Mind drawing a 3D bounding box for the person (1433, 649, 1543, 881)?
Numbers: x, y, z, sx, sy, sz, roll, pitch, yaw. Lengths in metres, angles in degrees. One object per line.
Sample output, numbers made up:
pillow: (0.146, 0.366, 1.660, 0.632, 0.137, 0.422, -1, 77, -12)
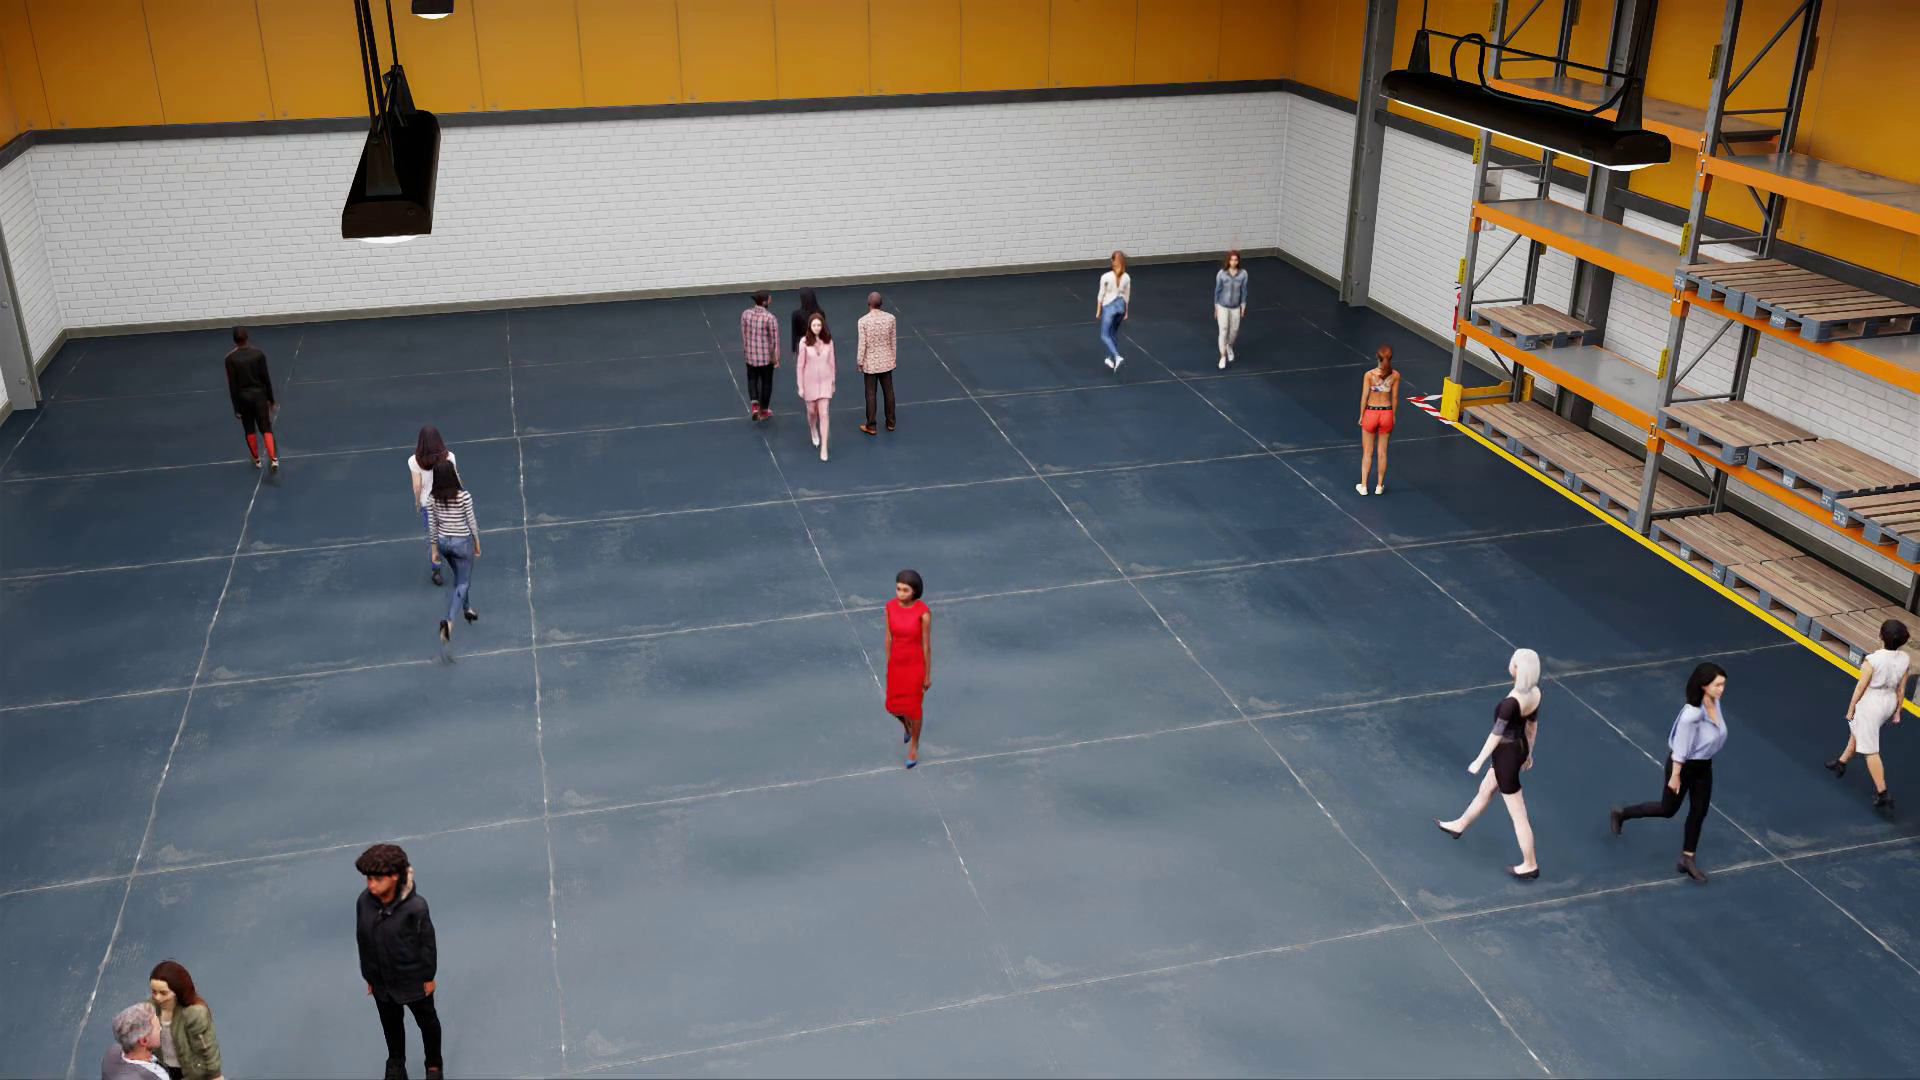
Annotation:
person: (4.052, 1.662, 12.000, 1.203, 1.789, 0.991, 20, 31, 39)

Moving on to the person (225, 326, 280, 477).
person: (-8.269, -1.605, 19.484, 0.862, 1.780, 1.220, -14, 27, -29)

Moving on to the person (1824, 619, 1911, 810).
person: (7.185, 1.379, 12.985, 0.549, 1.519, 1.011, -5, 24, -12)

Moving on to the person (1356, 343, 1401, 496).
person: (4.764, -1.376, 18.947, 0.645, 1.792, 0.667, 1, 24, 3)

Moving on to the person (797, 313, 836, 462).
person: (-1.747, -1.907, 20.185, 0.676, 1.773, 1.002, -5, 24, -12)

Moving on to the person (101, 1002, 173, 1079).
person: (-4.215, 3.199, 8.484, 1.117, 1.789, 1.271, -19, 30, -37)

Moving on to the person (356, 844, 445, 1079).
person: (-3.344, 2.571, 9.933, 0.704, 1.779, 0.707, 3, 24, 6)

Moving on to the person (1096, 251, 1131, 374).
person: (2.156, -3.145, 23.105, 0.691, 1.701, 0.988, -9, 25, -19)

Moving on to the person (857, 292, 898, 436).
person: (-1.032, -2.227, 20.872, 0.720, 1.808, 0.653, -11, 26, -24)

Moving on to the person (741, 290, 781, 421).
person: (-2.548, -2.321, 21.181, 0.895, 1.732, 0.960, 4, 24, 8)

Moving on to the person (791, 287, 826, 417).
person: (-1.906, -2.381, 21.358, 0.778, 1.701, 1.075, -11, 26, -24)

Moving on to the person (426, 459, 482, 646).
person: (-4.713, 0.155, 15.489, 0.863, 1.756, 1.196, 3, 24, 6)

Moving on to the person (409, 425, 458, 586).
person: (-5.245, -0.348, 16.727, 0.610, 1.685, 0.527, -8, 25, -17)

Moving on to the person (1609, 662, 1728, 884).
person: (5.222, 1.641, 12.131, 0.908, 1.722, 1.143, -17, 29, -33)

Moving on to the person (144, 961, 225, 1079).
person: (-4.345, 2.964, 9.443, 0.941, 1.452, 1.055, 10, 26, 22)

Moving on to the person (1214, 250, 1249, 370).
person: (3.774, -3.276, 23.425, 0.738, 1.685, 0.817, 1, 24, 3)

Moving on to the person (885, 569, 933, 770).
person: (-0.381, 1.017, 13.545, 0.740, 1.734, 0.810, 8, 25, 17)
